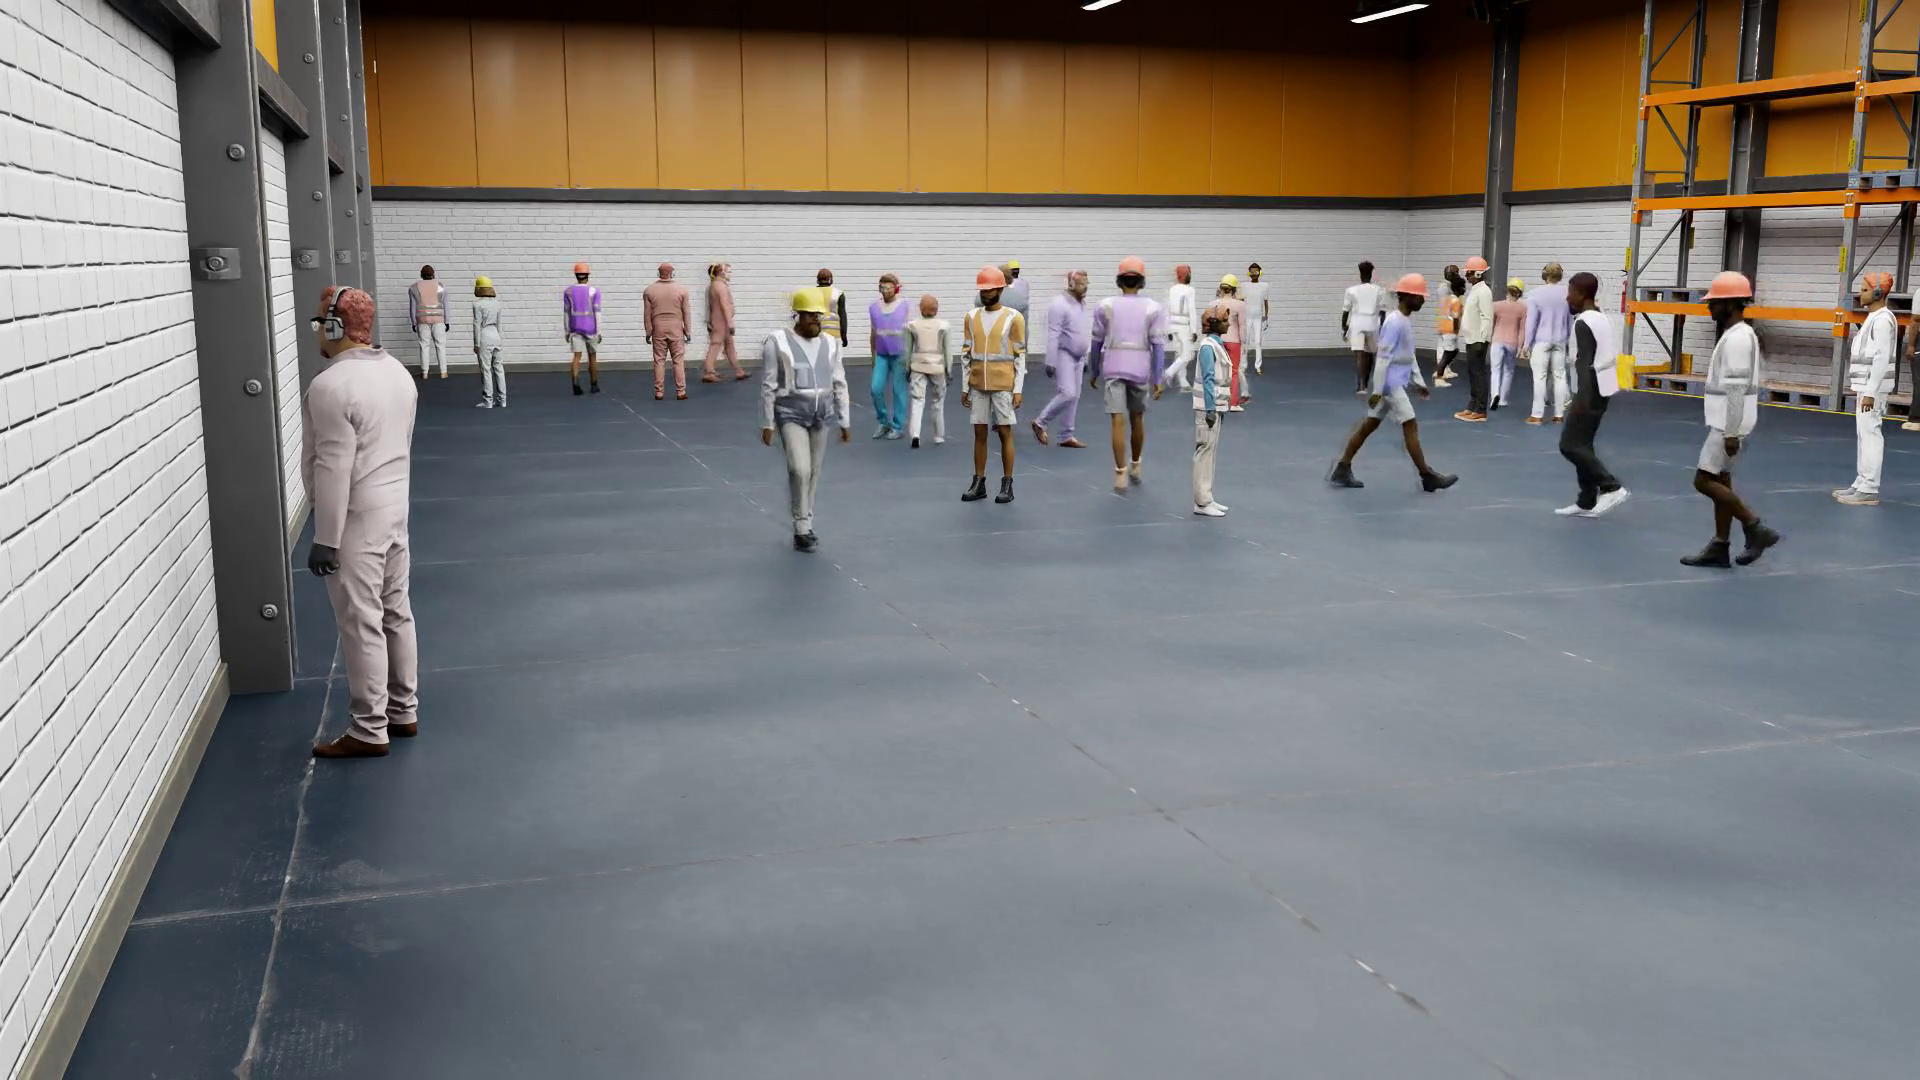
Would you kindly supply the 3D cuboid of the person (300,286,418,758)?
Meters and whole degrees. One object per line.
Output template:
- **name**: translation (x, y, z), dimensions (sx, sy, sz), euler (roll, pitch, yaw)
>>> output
- **person**: translation (-2.460, -0.070, 6.780), dimensions (0.407, 1.908, 0.641), euler (1, 10, 8)

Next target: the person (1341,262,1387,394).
- **person**: translation (5.889, -3.095, 24.289), dimensions (0.623, 1.906, 1.018), euler (1, 10, 5)

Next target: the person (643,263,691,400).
- **person**: translation (-4.060, -2.895, 23.134), dimensions (0.653, 1.905, 0.408), euler (-1, 10, -4)

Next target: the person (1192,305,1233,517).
- **person**: translation (1.969, -1.012, 12.997), dimensions (0.311, 1.642, 0.513), euler (3, 10, 15)

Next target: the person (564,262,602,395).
- **person**: translation (-5.443, -3.052, 24.028), dimensions (0.554, 1.916, 0.780), euler (0, 10, 3)

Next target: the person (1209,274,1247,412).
- **person**: translation (3.441, -2.527, 21.407), dimensions (0.530, 1.768, 0.312), euler (5, 11, 26)

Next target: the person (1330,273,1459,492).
- **person**: translation (3.717, -1.343, 14.291), dimensions (1.089, 1.871, 0.533), euler (3, 10, 17)

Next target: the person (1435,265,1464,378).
- **person**: translation (8.036, -3.585, 27.316), dimensions (0.429, 1.844, 0.622), euler (6, 11, 29)

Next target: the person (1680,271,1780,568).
- **person**: translation (4.956, -0.752, 10.673), dimensions (0.505, 1.926, 0.547), euler (5, 11, 27)

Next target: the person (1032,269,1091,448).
- **person**: translation (1.101, -1.883, 17.361), dimensions (0.520, 1.884, 0.655), euler (6, 12, 32)

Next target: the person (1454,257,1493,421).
- **person**: translation (6.267, -2.442, 20.248), dimensions (0.396, 1.993, 0.617), euler (1, 10, 5)

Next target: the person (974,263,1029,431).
- **person**: translation (0.452, -2.145, 18.760), dimensions (0.655, 1.927, 0.566), euler (-2, 10, -10)

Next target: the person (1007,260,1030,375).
- **person**: translation (0.914, -3.705, 27.786), dimensions (0.389, 1.916, 0.591), euler (9, 13, 42)

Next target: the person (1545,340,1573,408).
- **person**: translation (7.883, -2.523, 21.878), dimensions (0.547, 1.589, 0.839), euler (-3, 10, -19)

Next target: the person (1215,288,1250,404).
- **person**: translation (3.574, -2.596, 22.309), dimensions (0.847, 1.591, 0.511), euler (-6, 11, -30)

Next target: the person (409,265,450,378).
- **person**: translation (-8.634, -3.549, 27.108), dimensions (0.627, 1.844, 0.429), euler (-3, 10, -19)

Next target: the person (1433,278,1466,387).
- **person**: translation (7.466, -3.157, 25.350), dimensions (0.430, 1.666, 0.545), euler (0, 10, 3)

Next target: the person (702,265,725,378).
- **person**: translation (-3.988, -3.551, 27.110), dimensions (0.401, 1.841, 0.519), euler (-1, 10, -8)

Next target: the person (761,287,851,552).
- **person**: translation (-1.024, -0.826, 11.431), dimensions (0.620, 1.803, 0.682), euler (-7, 12, -34)

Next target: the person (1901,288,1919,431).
- **person**: translation (11.234, -2.279, 19.177), dimensions (0.681, 2.000, 0.535), euler (0, 10, -2)

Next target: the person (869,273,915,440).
- **person**: translation (-0.759, -1.991, 18.168), dimensions (0.560, 1.817, 0.487), euler (4, 11, 23)

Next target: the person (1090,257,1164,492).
- **person**: translation (1.446, -1.456, 14.524), dimensions (0.618, 1.990, 1.042), euler (0, 10, 0)

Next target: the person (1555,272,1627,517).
- **person**: translation (4.840, -1.097, 12.763), dimensions (0.483, 1.897, 0.646), euler (6, 11, 29)

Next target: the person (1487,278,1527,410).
- **person**: translation (7.156, -2.569, 21.761), dimensions (0.534, 1.719, 0.870), euler (4, 10, 20)

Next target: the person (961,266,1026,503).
- **person**: translation (0.256, -1.269, 13.630), dimensions (0.551, 1.934, 0.358), euler (4, 11, 24)

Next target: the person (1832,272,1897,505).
- **person**: translation (7.399, -1.226, 13.538), dimensions (0.353, 1.883, 0.577), euler (4, 11, 22)

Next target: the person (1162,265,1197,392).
- **person**: translation (3.197, -3.062, 24.207), dimensions (0.625, 1.870, 0.591), euler (-5, 11, -28)

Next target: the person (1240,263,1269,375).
- **person**: translation (4.932, -3.714, 27.977), dimensions (0.513, 1.872, 0.328), euler (2, 10, 11)

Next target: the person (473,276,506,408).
- **person**: translation (-6.252, -2.612, 21.996), dimensions (0.334, 1.733, 0.480), euler (5, 11, 26)

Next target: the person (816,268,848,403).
- **person**: translation (-1.830, -2.782, 22.712), dimensions (0.625, 1.832, 0.428), euler (3, 10, 18)

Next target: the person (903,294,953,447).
- **person**: translation (-0.337, -1.785, 17.566), dimensions (0.530, 1.612, 0.747), euler (1, 10, 7)

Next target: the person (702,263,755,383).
- **person**: translation (-3.661, -3.422, 26.273), dimensions (0.963, 1.865, 0.665), euler (-3, 10, -18)

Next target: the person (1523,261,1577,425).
- **person**: translation (7.001, -2.329, 19.760), dimensions (0.635, 1.937, 0.352), euler (-1, 10, -5)
